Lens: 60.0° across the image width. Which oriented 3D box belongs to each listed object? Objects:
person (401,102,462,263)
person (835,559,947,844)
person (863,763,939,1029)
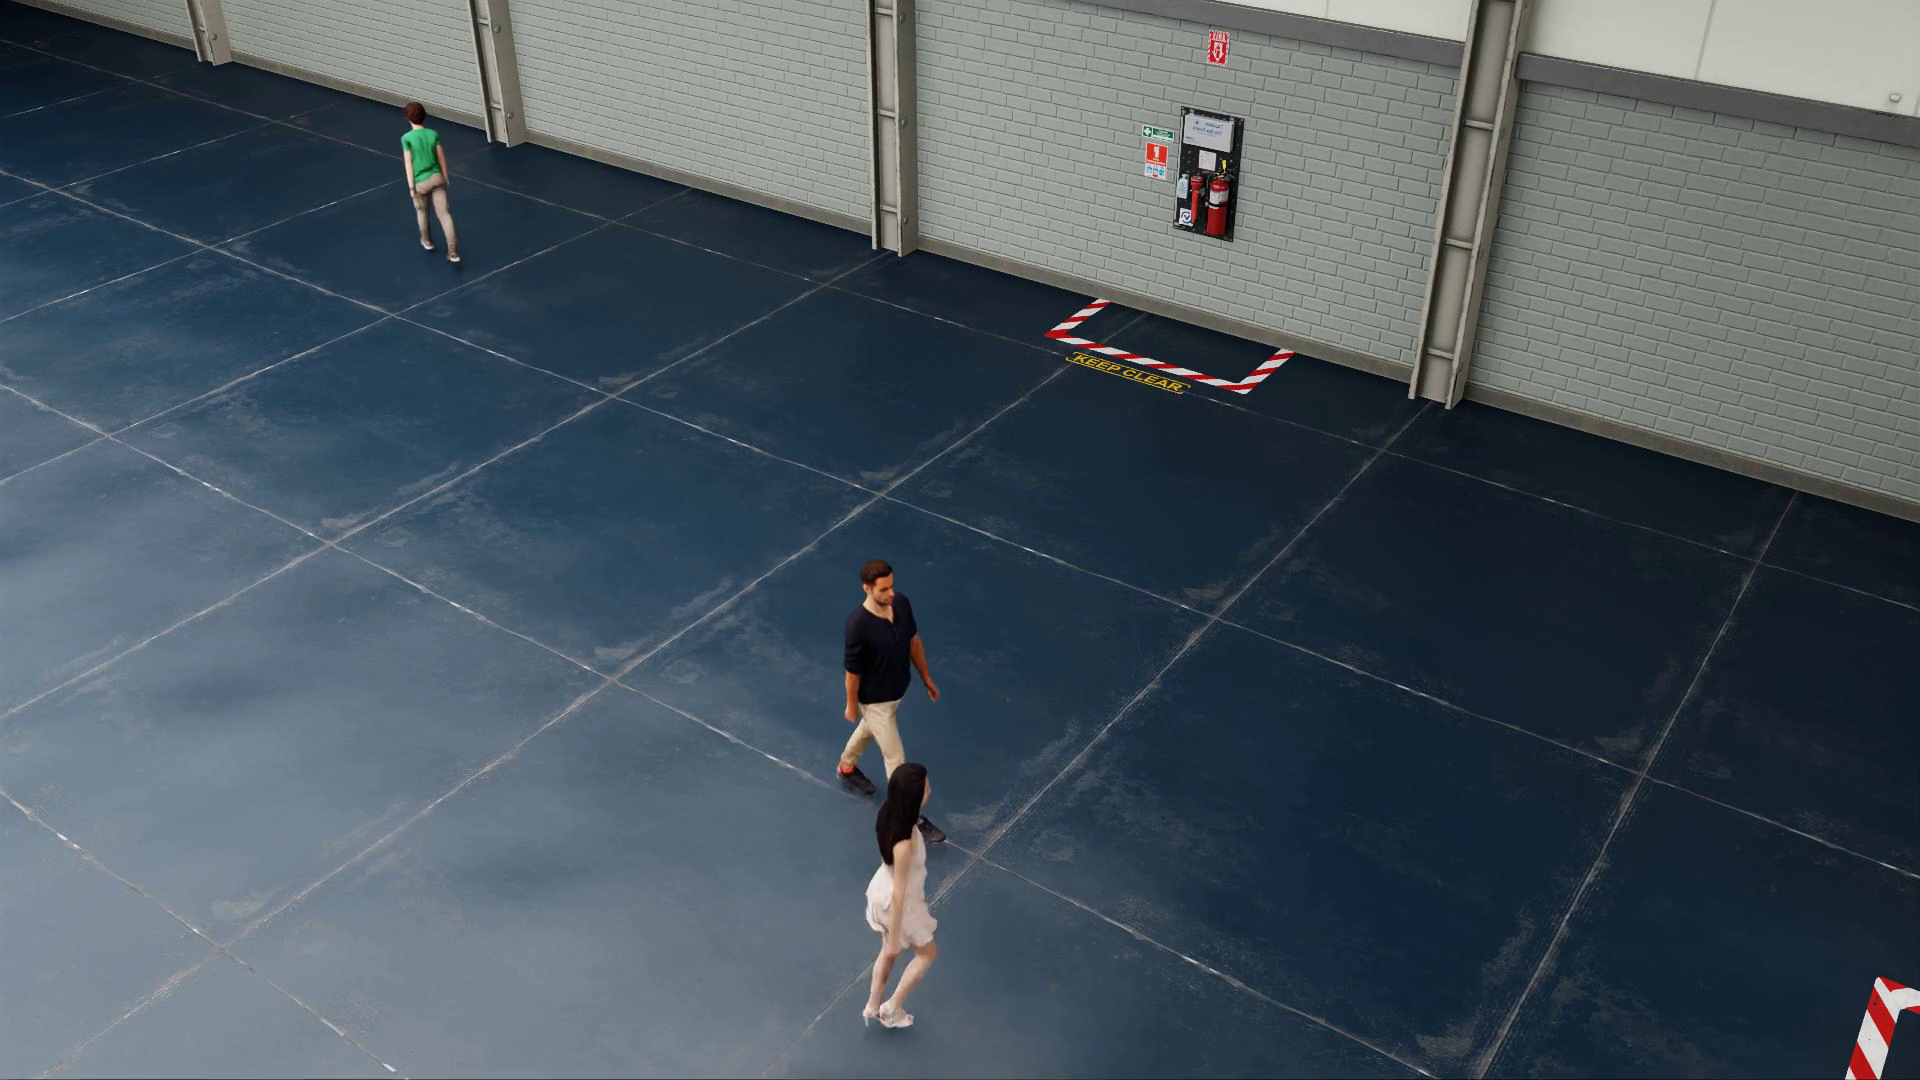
[{"bbox_3d":[-5.377,-3.600,16.956,0.892,1.608,1.201,-19,37,-28],"label":"person"},{"bbox_3d":[-0.516,0.859,9.699,1.151,1.809,0.678,23,39,32],"label":"person"},{"bbox_3d":[-0.400,1.831,8.247,0.816,1.714,0.758,-6,33,-9],"label":"person"}]
